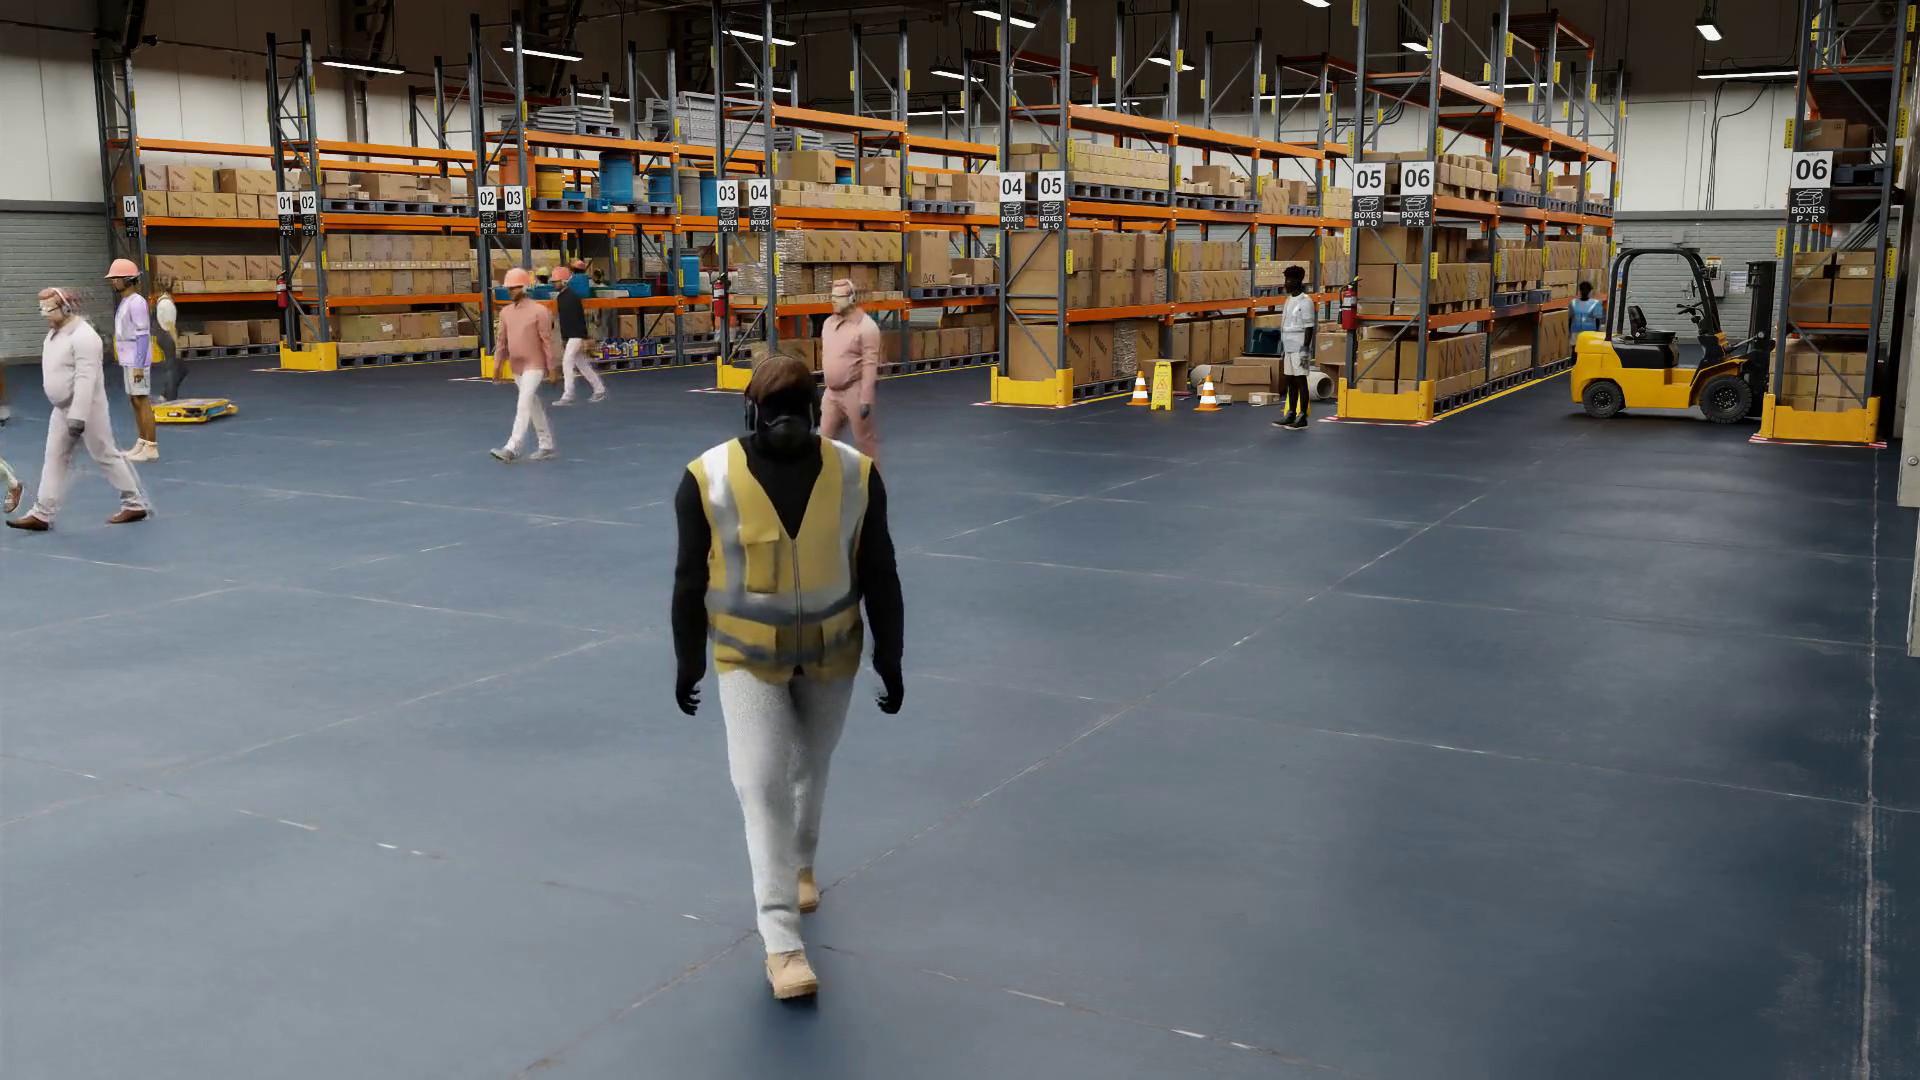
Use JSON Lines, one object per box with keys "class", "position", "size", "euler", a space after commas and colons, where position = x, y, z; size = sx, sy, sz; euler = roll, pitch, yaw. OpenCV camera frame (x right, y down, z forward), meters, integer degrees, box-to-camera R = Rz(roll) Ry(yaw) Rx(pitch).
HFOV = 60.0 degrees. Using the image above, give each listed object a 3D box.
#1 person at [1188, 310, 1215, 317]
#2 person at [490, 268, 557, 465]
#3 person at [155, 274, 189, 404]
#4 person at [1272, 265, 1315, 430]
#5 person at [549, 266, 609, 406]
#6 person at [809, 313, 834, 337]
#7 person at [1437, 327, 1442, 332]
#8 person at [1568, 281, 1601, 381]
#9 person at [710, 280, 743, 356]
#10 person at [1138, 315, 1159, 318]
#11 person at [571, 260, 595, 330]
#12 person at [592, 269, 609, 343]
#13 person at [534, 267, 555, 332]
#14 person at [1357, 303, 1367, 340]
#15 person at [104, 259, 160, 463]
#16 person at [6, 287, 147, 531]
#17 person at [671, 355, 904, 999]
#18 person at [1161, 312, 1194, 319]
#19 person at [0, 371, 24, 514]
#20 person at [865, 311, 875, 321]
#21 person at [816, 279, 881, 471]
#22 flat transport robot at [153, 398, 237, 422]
{"class": "person", "position": [5.284, -5.177, 36.552], "size": [0.692, 2.000, 0.739], "euler": [4, 10, 21]}
{"class": "person", "position": [-4.418, -1.729, 16.645], "size": [0.647, 1.937, 1.019], "euler": [6, 11, 31]}
{"class": "person", "position": [-10.328, -2.561, 21.840], "size": [0.402, 1.832, 0.547], "euler": [-6, 11, -31]}
{"class": "person", "position": [4.028, -2.304, 19.956], "size": [0.374, 1.962, 0.608], "euler": [-2, 10, -13]}
{"class": "person", "position": [-5.327, -2.852, 23.280], "size": [0.864, 1.945, 0.639], "euler": [-6, 11, -30]}
{"class": "person", "position": [-2.795, -4.625, 33.483], "size": [0.639, 1.989, 0.542], "euler": [5, 11, 28]}
{"class": "person", "position": [11.188, -5.565, 39.469], "size": [0.778, 1.821, 0.625], "euler": [7, 12, 34]}
{"class": "person", "position": [10.460, -3.506, 27.861], "size": [0.542, 1.677, 0.726], "euler": [6, 11, 31]}
{"class": "person", "position": [-4.110, -3.774, 29.434], "size": [0.550, 1.664, 0.823], "euler": [1, 10, 3]}
{"class": "person", "position": [3.900, -4.787, 34.569], "size": [0.548, 1.937, 0.379], "euler": [5, 11, 25]}
{"class": "person", "position": [-7.496, -4.481, 32.598], "size": [0.612, 2.014, 0.914], "euler": [3, 10, 18]}
{"class": "person", "position": [-6.931, -4.320, 32.147], "size": [0.389, 1.834, 0.570], "euler": [-3, 10, -17]}
{"class": "person", "position": [-7.837, -4.161, 31.127], "size": [0.585, 1.872, 0.997], "euler": [2, 10, 11]}
{"class": "person", "position": [8.724, -5.040, 36.291], "size": [0.510, 1.860, 0.333], "euler": [2, 10, 11]}
{"class": "person", "position": [-8.364, -1.804, 16.793], "size": [0.373, 2.043, 0.615], "euler": [-7, 12, -37]}
{"class": "person", "position": [-6.735, -0.992, 12.644], "size": [0.691, 1.843, 0.999], "euler": [7, 12, 36]}
{"class": "person", "position": [-0.508, 0.346, 4.949], "size": [0.663, 1.797, 0.965], "euler": [-3, 10, -16]}
{"class": "person", "position": [4.300, -4.520, 33.105], "size": [0.648, 1.897, 0.928], "euler": [5, 11, 25]}
{"class": "person", "position": [-7.754, -1.068, 13.068], "size": [0.518, 1.848, 0.433], "euler": [4, 10, 20]}
{"class": "person", "position": [-1.990, -4.630, 33.976], "size": [0.614, 1.821, 0.438], "euler": [3, 10, 16]}
{"class": "person", "position": [-1.005, -1.182, 13.627], "size": [0.678, 1.870, 0.914], "euler": [9, 13, 41]}
{"class": "flat transport robot", "position": [-9.734, -1.646, 21.049], "size": [0.652, 0.197, 1.431], "euler": [-1, 10, -5]}
